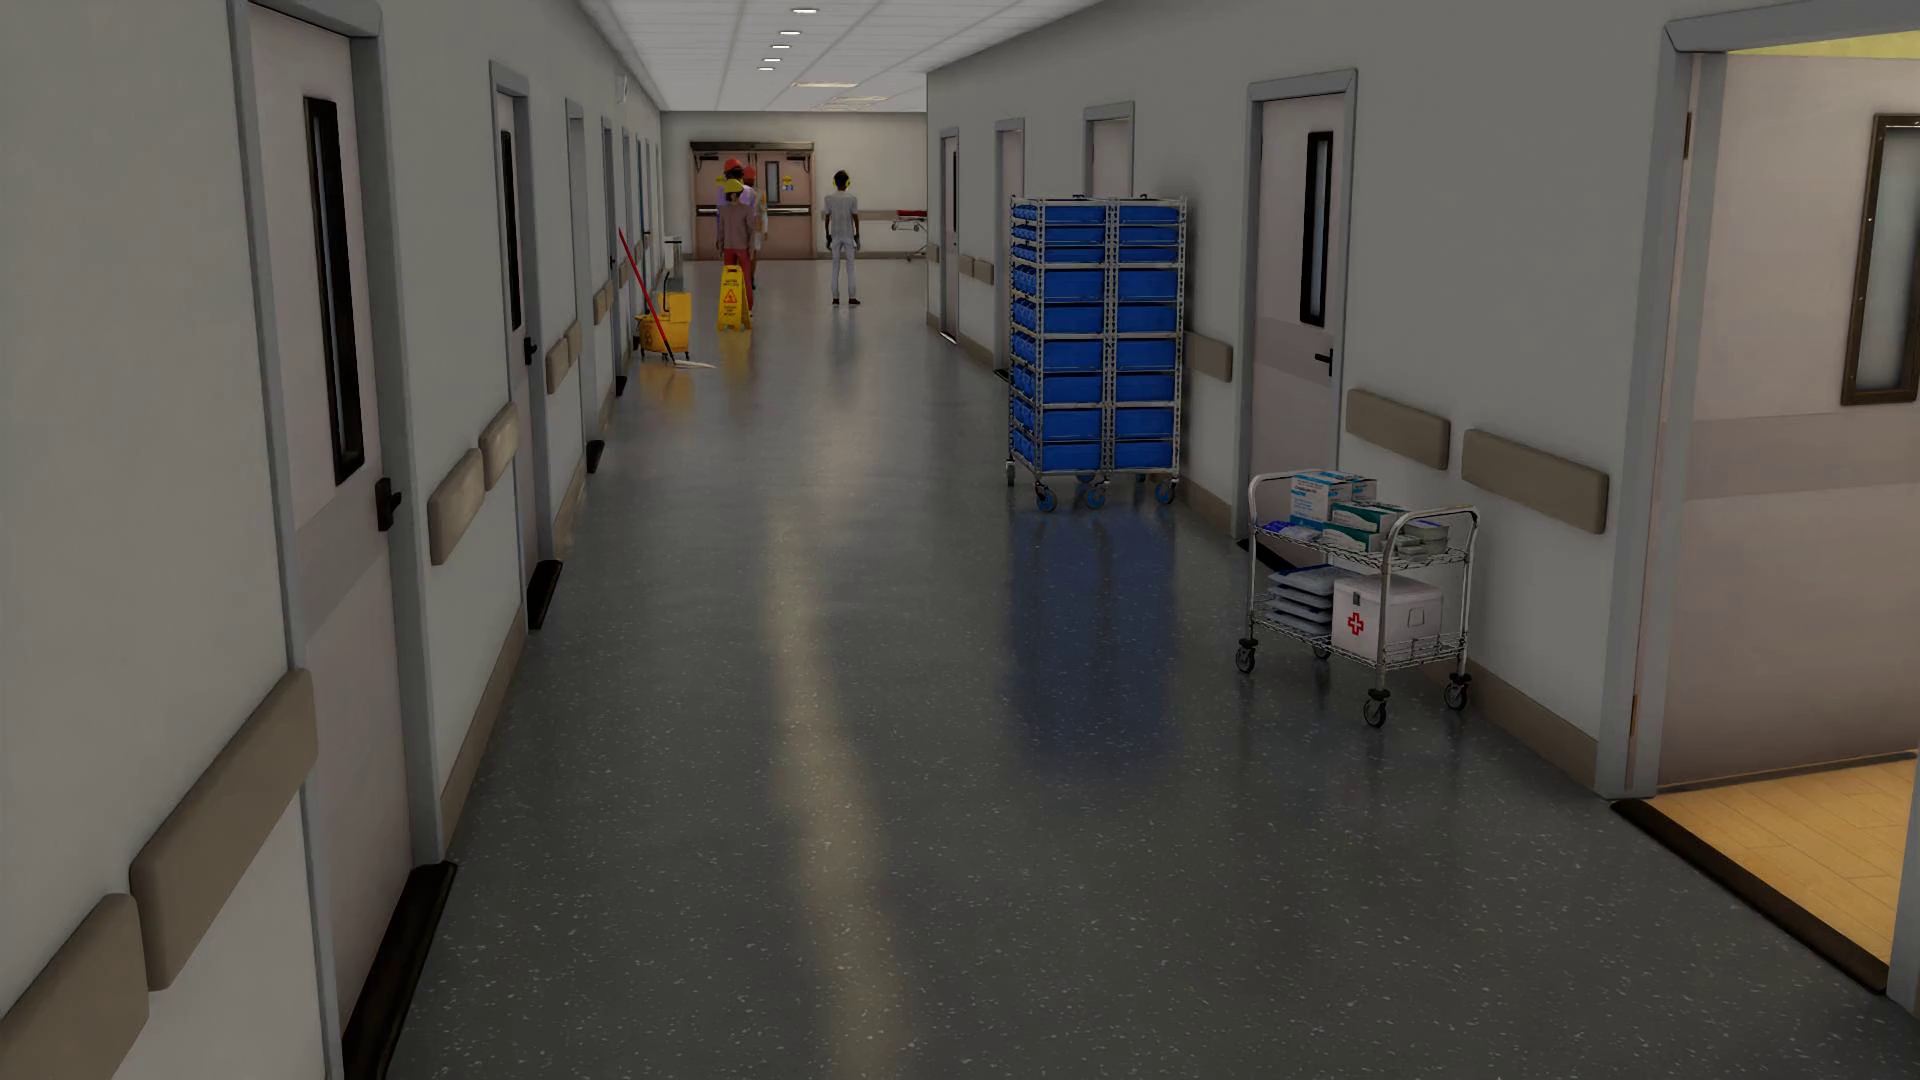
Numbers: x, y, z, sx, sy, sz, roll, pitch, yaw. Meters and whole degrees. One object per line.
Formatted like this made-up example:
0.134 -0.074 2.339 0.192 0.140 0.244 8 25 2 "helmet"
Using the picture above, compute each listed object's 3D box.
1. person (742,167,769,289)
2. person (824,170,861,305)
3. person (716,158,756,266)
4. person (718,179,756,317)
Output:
-3.262 -4.844 25.949 0.559 1.901 0.883 -3 13 -14 "person"
-1.638 -4.228 23.308 0.510 1.872 0.328 2 13 8 "person"
-3.054 -4.145 22.595 0.612 2.029 0.407 -12 17 -42 "person"
-2.882 -3.742 21.387 0.534 1.765 0.316 6 14 23 "person"
